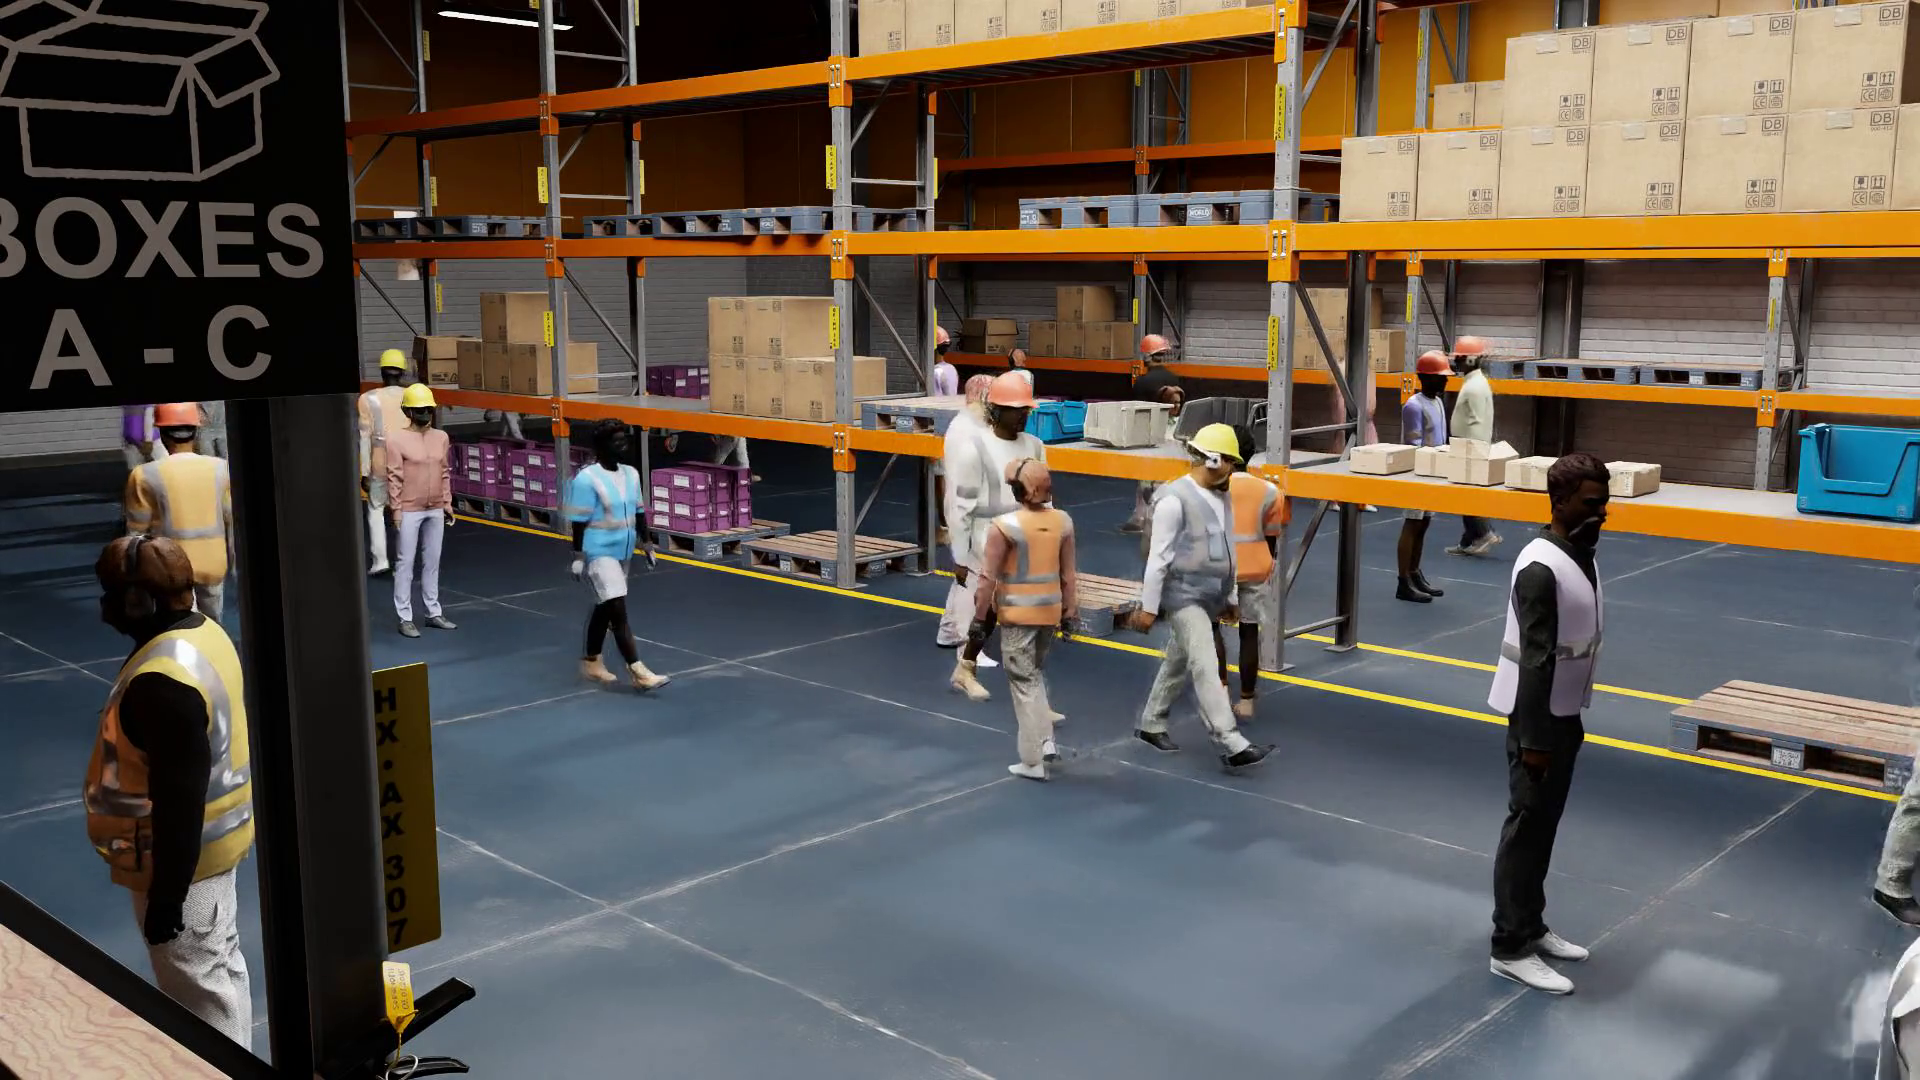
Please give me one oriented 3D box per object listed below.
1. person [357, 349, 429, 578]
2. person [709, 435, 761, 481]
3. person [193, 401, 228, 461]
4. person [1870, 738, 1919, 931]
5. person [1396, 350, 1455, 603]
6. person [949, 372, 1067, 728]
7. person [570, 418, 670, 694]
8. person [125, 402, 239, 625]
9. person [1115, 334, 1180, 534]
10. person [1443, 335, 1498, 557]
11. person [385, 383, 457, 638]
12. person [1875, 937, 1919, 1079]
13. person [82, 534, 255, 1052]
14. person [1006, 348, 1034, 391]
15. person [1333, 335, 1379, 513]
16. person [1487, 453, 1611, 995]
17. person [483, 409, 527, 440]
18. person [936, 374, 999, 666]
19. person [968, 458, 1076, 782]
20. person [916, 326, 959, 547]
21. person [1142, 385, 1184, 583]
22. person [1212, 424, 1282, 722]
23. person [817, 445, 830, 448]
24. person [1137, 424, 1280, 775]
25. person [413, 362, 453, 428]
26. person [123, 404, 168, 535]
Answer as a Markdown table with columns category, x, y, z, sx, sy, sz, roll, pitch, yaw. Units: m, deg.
| category | x | y | z | sx | sy | sz | roll | pitch | yaw |
| --- | --- | --- | --- | --- | --- | --- | --- | --- | --- |
| person | -4.681 | -0.616 | 13.708 | 0.595 | 1.901 | 0.586 | -7 | 11 | -36 |
| person | -2.767 | -1.631 | 20.214 | 0.837 | 1.818 | 0.632 | 6 | 11 | 31 |
| person | -7.771 | -1.114 | 17.306 | 0.455 | 1.726 | 0.506 | 8 | 12 | 40 |
| person | 3.828 | 0.677 | 6.161 | 0.612 | 1.778 | 0.928 | -3 | 10 | -17 |
| person | 3.605 | -0.496 | 12.864 | 0.378 | 1.938 | 0.547 | 7 | 11 | 35 |
| person | 0.249 | 0.025 | 9.539 | 0.627 | 1.989 | 1.060 | -8 | 12 | -41 |
| person | -2.021 | 0.098 | 10.043 | 0.819 | 1.656 | 0.557 | 5 | 10 | 27 |
| person | -4.221 | 0.154 | 9.046 | 0.567 | 1.881 | 0.978 | -8 | 12 | -41 |
| person | 1.879 | -0.973 | 15.748 | 0.995 | 1.958 | 0.625 | 9 | 13 | 44 |
| person | 4.477 | -0.812 | 14.701 | 0.425 | 1.980 | 0.625 | 3 | 10 | 17 |
| person | -3.764 | -0.212 | 11.653 | 0.328 | 1.769 | 0.526 | 6 | 11 | 34 |
| person | 1.680 | 1.218 | 2.586 | 0.604 | 1.859 | 0.626 | -8 | 13 | -42 |
| person | -2.201 | 0.891 | 4.667 | 0.429 | 1.839 | 0.633 | -3 | 10 | -17 |
| person | 0.666 | -1.413 | 19.404 | 0.311 | 1.638 | 0.523 | 8 | 12 | 41 |
| person | 4.154 | -1.199 | 17.311 | 0.660 | 1.888 | 0.564 | -8 | 12 | -42 |
| person | 2.116 | 0.635 | 5.997 | 0.386 | 1.916 | 0.590 | 6 | 11 | 32 |
| person | -5.499 | -1.611 | 20.103 | 0.904 | 1.813 | 0.517 | 1 | 9 | 8 |
| person | 0.062 | -0.136 | 10.898 | 0.460 | 1.889 | 0.713 | 2 | 9 | 10 |
| person | 0.311 | 0.398 | 8.345 | 0.520 | 1.623 | 0.428 | -8 | 12 | -40 |
| person | -0.217 | -0.949 | 15.325 | 0.397 | 2.044 | 0.609 | 3 | 10 | 17 |
| person | 1.643 | -0.415 | 13.290 | 0.513 | 1.638 | 0.307 | -6 | 11 | -35 |
| person | 1.550 | 0.188 | 9.390 | 0.544 | 1.687 | 0.404 | -1 | 9 | -4 |
| person | -1.917 | -2.220 | 23.768 | 0.646 | 1.823 | 0.445 | -6 | 11 | -34 |
| person | 1.271 | 0.297 | 8.530 | 0.929 | 1.763 | 0.627 | 8 | 12 | 39 |
| person | -6.812 | -1.760 | 21.269 | 0.641 | 1.728 | 0.541 | 6 | 11 | 31 |
| person | -7.924 | -1.006 | 16.175 | 0.572 | 1.874 | 0.756 | 5 | 11 | 29 |
